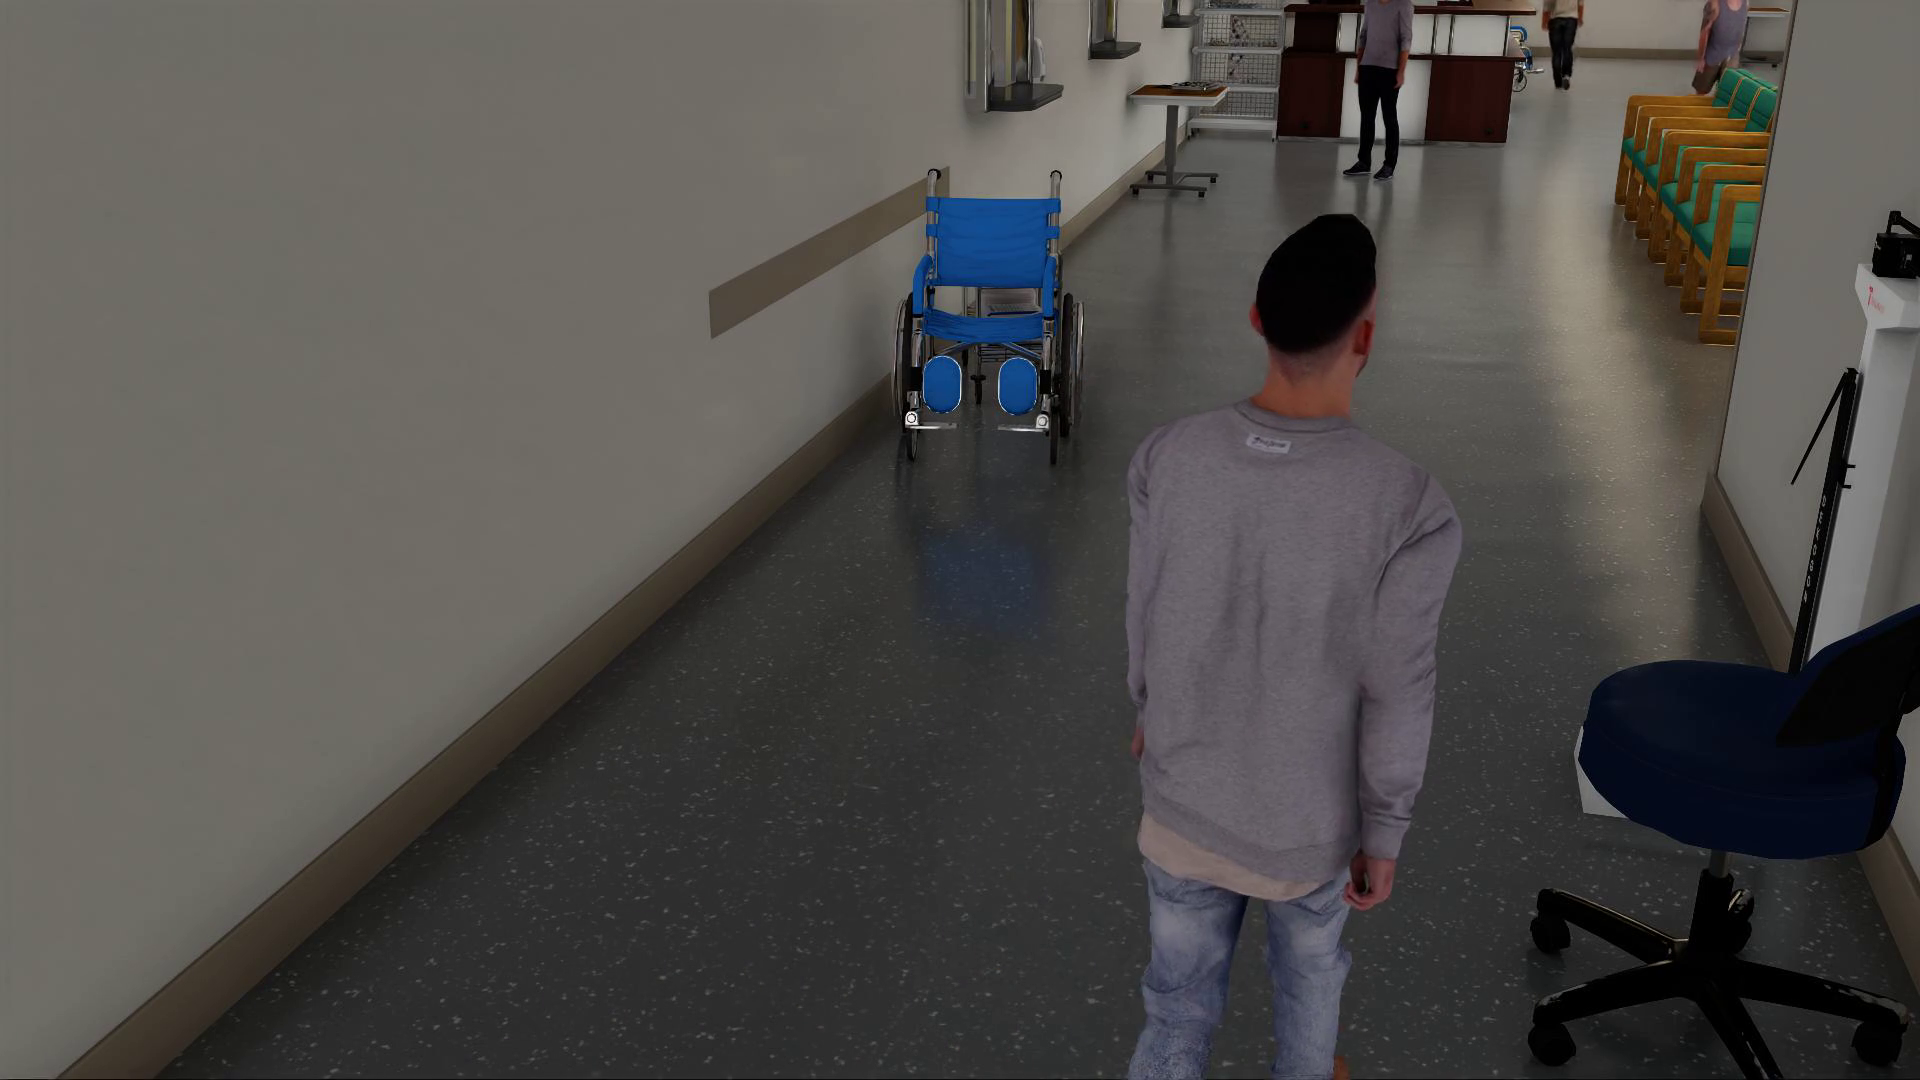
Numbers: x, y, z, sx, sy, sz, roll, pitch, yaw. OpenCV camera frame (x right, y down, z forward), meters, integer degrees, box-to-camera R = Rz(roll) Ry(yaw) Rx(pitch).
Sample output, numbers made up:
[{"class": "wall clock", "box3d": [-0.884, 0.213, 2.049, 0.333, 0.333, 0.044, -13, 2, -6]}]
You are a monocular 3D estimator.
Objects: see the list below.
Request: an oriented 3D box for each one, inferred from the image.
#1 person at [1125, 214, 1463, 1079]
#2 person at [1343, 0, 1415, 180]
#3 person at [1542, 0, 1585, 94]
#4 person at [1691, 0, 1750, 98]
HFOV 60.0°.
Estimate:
[{"class": "person", "box3d": [0.429, 0.430, 2.604, 1.143, 1.809, 0.919, 11, 23, 26]}, {"class": "person", "box3d": [3.699, -4.116, 14.559, 0.797, 1.843, 0.692, -16, 26, -36]}, {"class": "person", "box3d": [7.738, -6.636, 21.290, 0.662, 1.789, 0.789, 3, 21, 9]}, {"class": "person", "box3d": [7.708, -4.920, 17.005, 1.215, 1.801, 0.958, -1, 21, -2]}]
